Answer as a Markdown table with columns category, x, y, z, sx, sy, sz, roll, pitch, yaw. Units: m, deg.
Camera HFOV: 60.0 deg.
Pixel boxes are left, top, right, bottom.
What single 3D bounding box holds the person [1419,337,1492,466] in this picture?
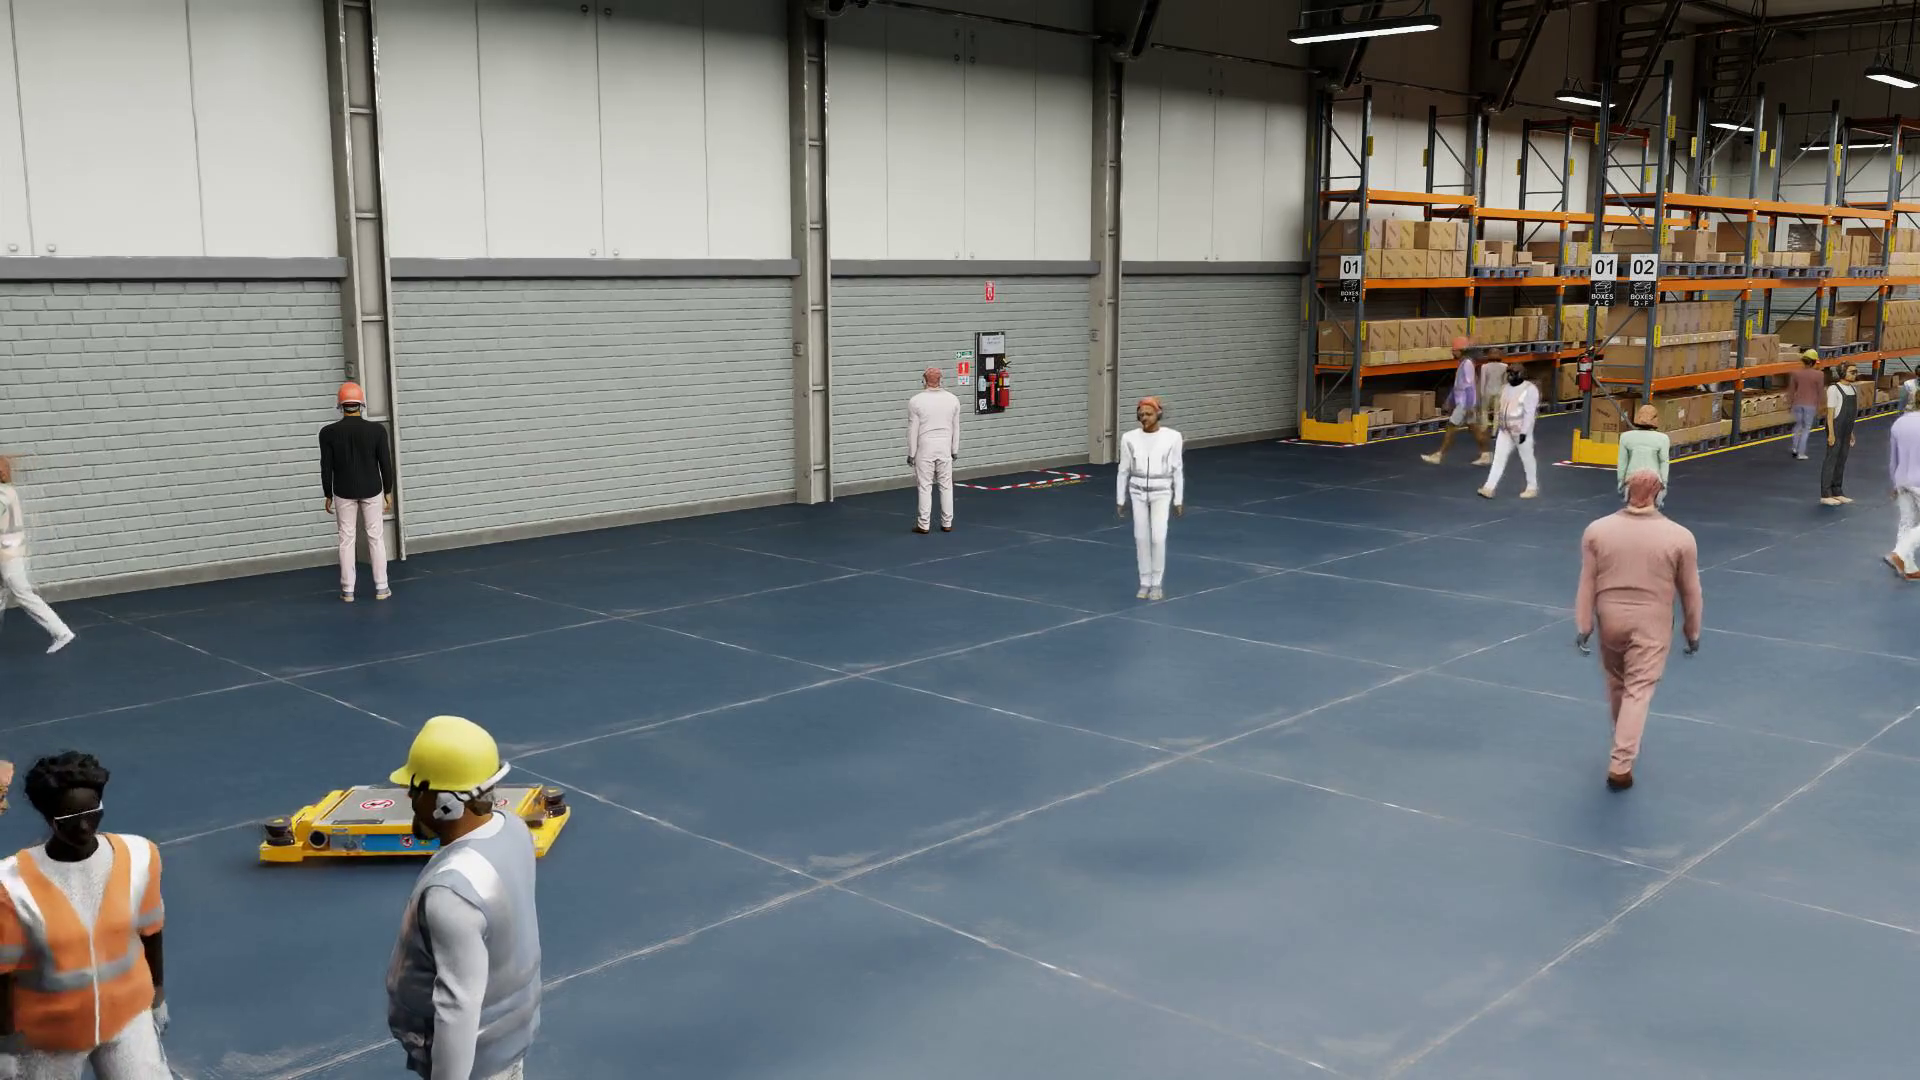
| category | x | y | z | sx | sy | sz | roll | pitch | yaw |
| --- | --- | --- | --- | --- | --- | --- | --- | --- | --- |
| person | 7.643 | -2.096 | 25.351 | 1.089 | 1.977 | 0.606 | 3 | 10 | 17 |

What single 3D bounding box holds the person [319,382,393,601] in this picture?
| category | x | y | z | sx | sy | sz | roll | pitch | yaw |
| --- | --- | --- | --- | --- | --- | --- | --- | --- | --- |
| person | -5.482 | -0.435 | 15.139 | 0.612 | 1.997 | 0.375 | -3 | 10 | -20 |

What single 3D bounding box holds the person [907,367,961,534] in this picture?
| category | x | y | z | sx | sy | sz | roll | pitch | yaw |
| --- | --- | --- | --- | --- | --- | --- | --- | --- | --- |
| person | -0.317 | -1.021 | 18.986 | 0.643 | 1.909 | 0.410 | -4 | 10 | -24 |

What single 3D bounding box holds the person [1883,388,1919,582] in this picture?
| category | x | y | z | sx | sy | sz | roll | pitch | yaw |
| --- | --- | --- | --- | --- | --- | --- | --- | --- | --- |
| person | 9.137 | -0.527 | 15.914 | 0.508 | 1.928 | 0.648 | -2 | 10 | -14 |

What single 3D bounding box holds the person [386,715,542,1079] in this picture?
| category | x | y | z | sx | sy | sz | roll | pitch | yaw |
| --- | --- | --- | --- | --- | --- | --- | --- | --- | --- |
| person | -1.365 | 1.375 | 4.600 | 0.404 | 1.835 | 0.590 | 0 | 9 | -2 |

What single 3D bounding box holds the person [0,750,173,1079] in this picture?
| category | x | y | z | sx | sy | sz | roll | pitch | yaw |
| --- | --- | --- | --- | --- | --- | --- | --- | --- | --- |
| person | -2.660 | 1.401 | 4.959 | 0.715 | 1.664 | 0.551 | 9 | 13 | 43 |

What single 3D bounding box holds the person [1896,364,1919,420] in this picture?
| category | x | y | z | sx | sy | sz | roll | pitch | yaw |
| --- | --- | --- | --- | --- | --- | --- | --- | --- | --- |
| person | 14.176 | -1.806 | 24.642 | 0.520 | 1.623 | 0.507 | 9 | 13 | 42 |

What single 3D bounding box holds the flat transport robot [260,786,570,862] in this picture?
| category | x | y | z | sx | sy | sz | roll | pitch | yaw |
| --- | --- | --- | --- | --- | --- | --- | --- | --- | --- |
| flat transport robot | -2.834 | 1.477 | 8.732 | 1.431 | 0.197 | 0.652 | 0 | 9 | -1 |

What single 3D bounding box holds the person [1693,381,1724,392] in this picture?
| category | x | y | z | sx | sy | sz | roll | pitch | yaw |
| --- | --- | --- | --- | --- | --- | --- | --- | --- | --- |
| person | 14.229 | -3.076 | 31.602 | 0.596 | 1.871 | 0.484 | 7 | 12 | 38 |

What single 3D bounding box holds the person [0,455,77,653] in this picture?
| category | x | y | z | sx | sy | sz | roll | pitch | yaw |
| --- | --- | --- | --- | --- | --- | --- | --- | --- | --- |
| person | -7.390 | 0.124 | 12.938 | 0.851 | 1.597 | 0.530 | -4 | 10 | -22 |

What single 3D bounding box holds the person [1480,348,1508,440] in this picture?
| category | x | y | z | sx | sy | sz | roll | pitch | yaw |
| --- | --- | --- | --- | --- | --- | --- | --- | --- | --- |
| person | 9.422 | -2.589 | 29.435 | 0.509 | 1.616 | 0.652 | 1 | 9 | 6 |

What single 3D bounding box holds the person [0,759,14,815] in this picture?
| category | x | y | z | sx | sy | sz | roll | pitch | yaw |
| --- | --- | --- | --- | --- | --- | --- | --- | --- | --- |
| person | -3.012 | 1.432 | 4.997 | 0.859 | 1.590 | 0.538 | -8 | 12 | -41 |

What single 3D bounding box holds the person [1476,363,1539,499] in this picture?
| category | x | y | z | sx | sy | sz | roll | pitch | yaw |
| --- | --- | --- | --- | --- | --- | --- | --- | --- | --- |
| person | 7.230 | -1.414 | 21.734 | 0.964 | 1.792 | 0.621 | -6 | 11 | -33 |

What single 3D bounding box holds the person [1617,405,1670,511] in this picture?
| category | x | y | z | sx | sy | sz | roll | pitch | yaw |
| --- | --- | --- | --- | --- | --- | --- | --- | --- | --- |
| person | 6.997 | -0.569 | 17.054 | 0.500 | 1.634 | 0.286 | 7 | 11 | 36 |

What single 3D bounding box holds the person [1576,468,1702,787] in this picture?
| category | x | y | z | sx | sy | sz | roll | pitch | yaw |
| --- | --- | --- | --- | --- | --- | --- | --- | --- | --- |
| person | 4.030 | 0.501 | 9.886 | 0.661 | 1.854 | 1.017 | 7 | 11 | 35 |

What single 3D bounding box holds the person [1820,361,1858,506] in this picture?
| category | x | y | z | sx | sy | sz | roll | pitch | yaw |
| --- | --- | --- | --- | --- | --- | --- | --- | --- | --- |
| person | 11.272 | -1.367 | 21.278 | 0.508 | 1.847 | 0.345 | -6 | 11 | -32 |

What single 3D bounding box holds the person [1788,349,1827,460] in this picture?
| category | x | y | z | sx | sy | sz | roll | pitch | yaw |
| --- | --- | --- | --- | --- | --- | --- | --- | --- | --- |
| person | 13.408 | -2.138 | 26.290 | 0.506 | 1.749 | 0.528 | -6 | 11 | -34 |

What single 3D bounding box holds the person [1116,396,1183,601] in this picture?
| category | x | y | z | sx | sy | sz | roll | pitch | yaw |
| --- | --- | --- | --- | --- | --- | --- | --- | --- | --- |
| person | 1.701 | -0.365 | 15.104 | 0.600 | 1.862 | 0.580 | 3 | 10 | 20 |
